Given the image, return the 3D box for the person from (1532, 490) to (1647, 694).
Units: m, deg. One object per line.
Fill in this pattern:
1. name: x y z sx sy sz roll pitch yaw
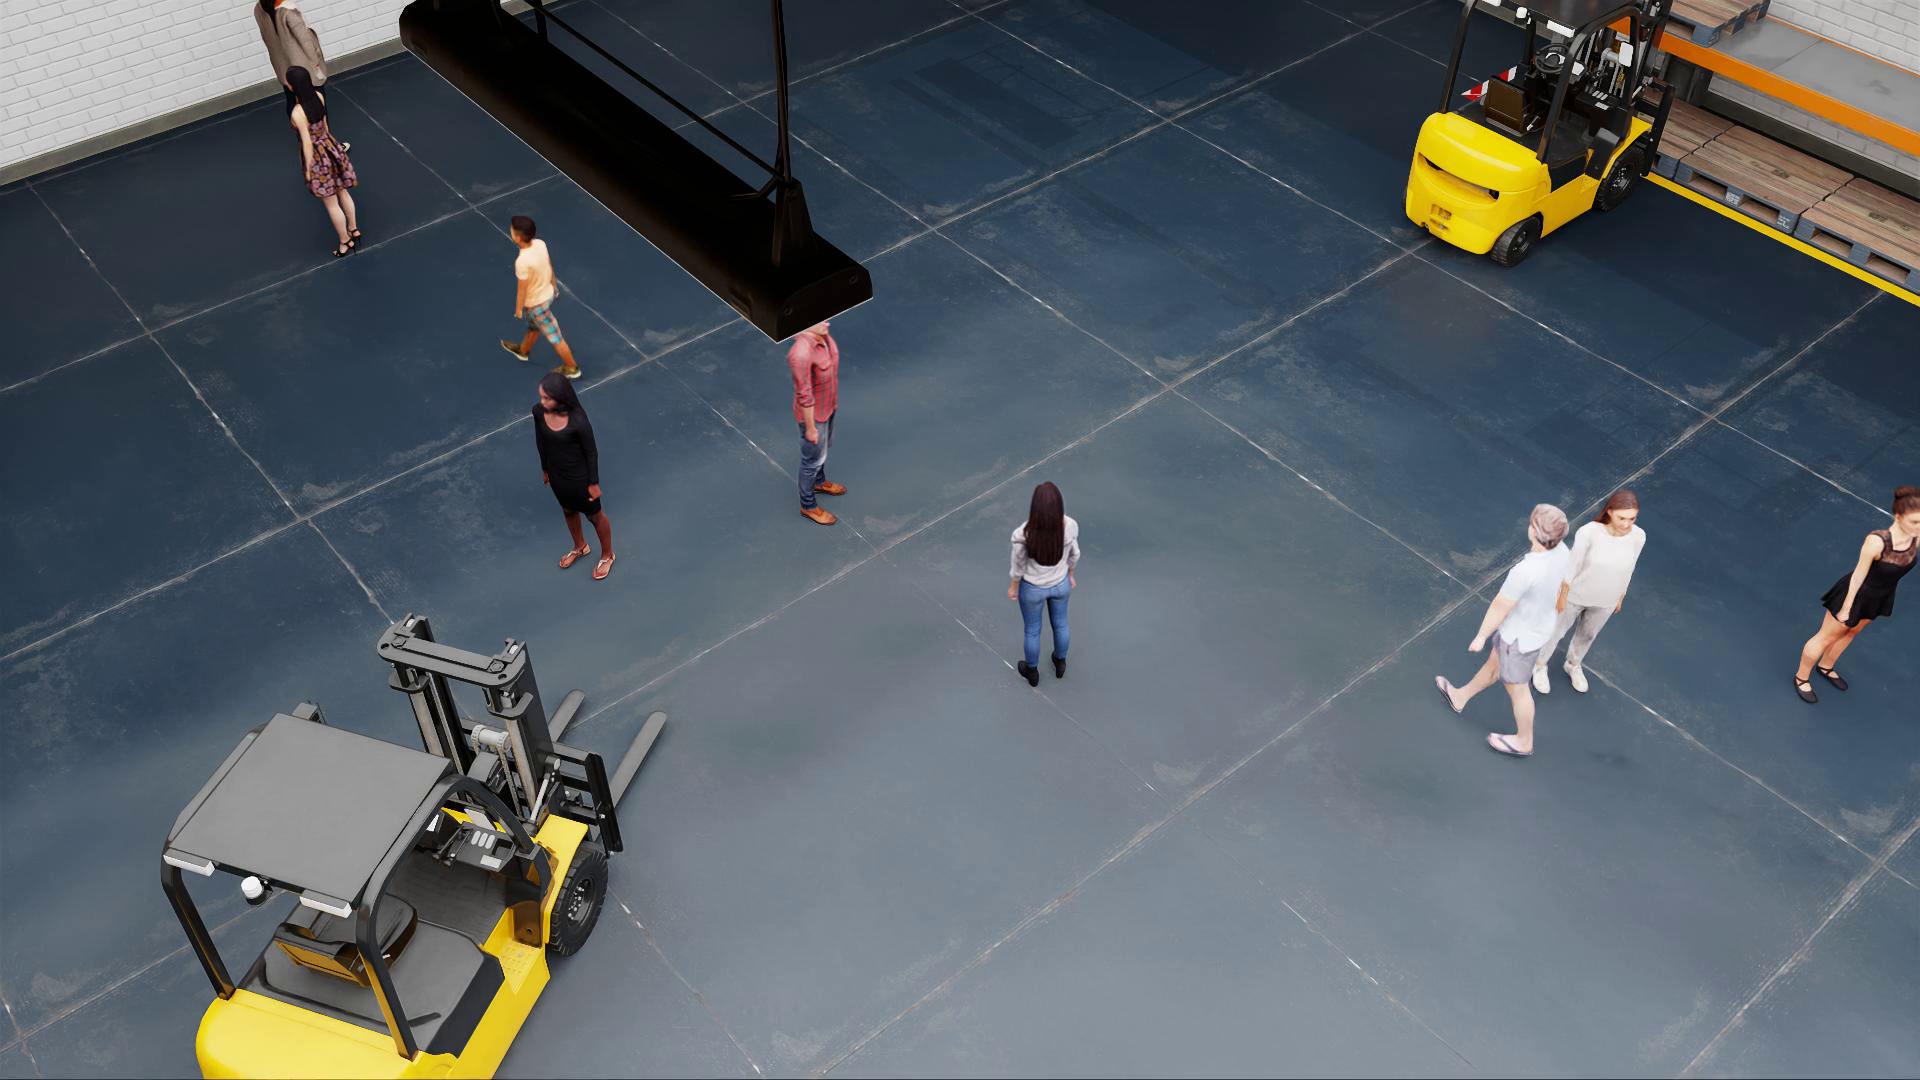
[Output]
1. person: 3.975 0.312 10.505 0.679 1.686 0.719 -1 44 -1

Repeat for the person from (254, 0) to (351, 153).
1. person: -6.140 -4.416 15.319 0.754 1.891 0.864 17 46 17

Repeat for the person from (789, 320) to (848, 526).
1. person: -1.020 -0.947 11.722 0.791 1.829 0.762 7 44 8

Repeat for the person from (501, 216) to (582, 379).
1. person: -3.219 -1.861 12.971 1.008 1.431 0.881 9 44 9

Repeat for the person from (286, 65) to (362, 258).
1. person: -5.425 -3.219 14.147 0.857 1.775 0.804 7 44 7

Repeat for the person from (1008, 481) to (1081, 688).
1. person: 0.540 0.289 10.569 0.670 1.631 0.636 -13 45 -13

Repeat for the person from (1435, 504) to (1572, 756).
1. person: 3.509 0.606 10.124 1.033 1.785 0.812 32 52 29

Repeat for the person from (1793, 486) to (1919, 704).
1. person: 5.700 0.341 10.484 0.644 1.672 0.653 -15 46 -16

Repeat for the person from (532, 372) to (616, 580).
1. person: -2.623 -0.446 11.275 0.582 1.720 0.737 18 47 18
